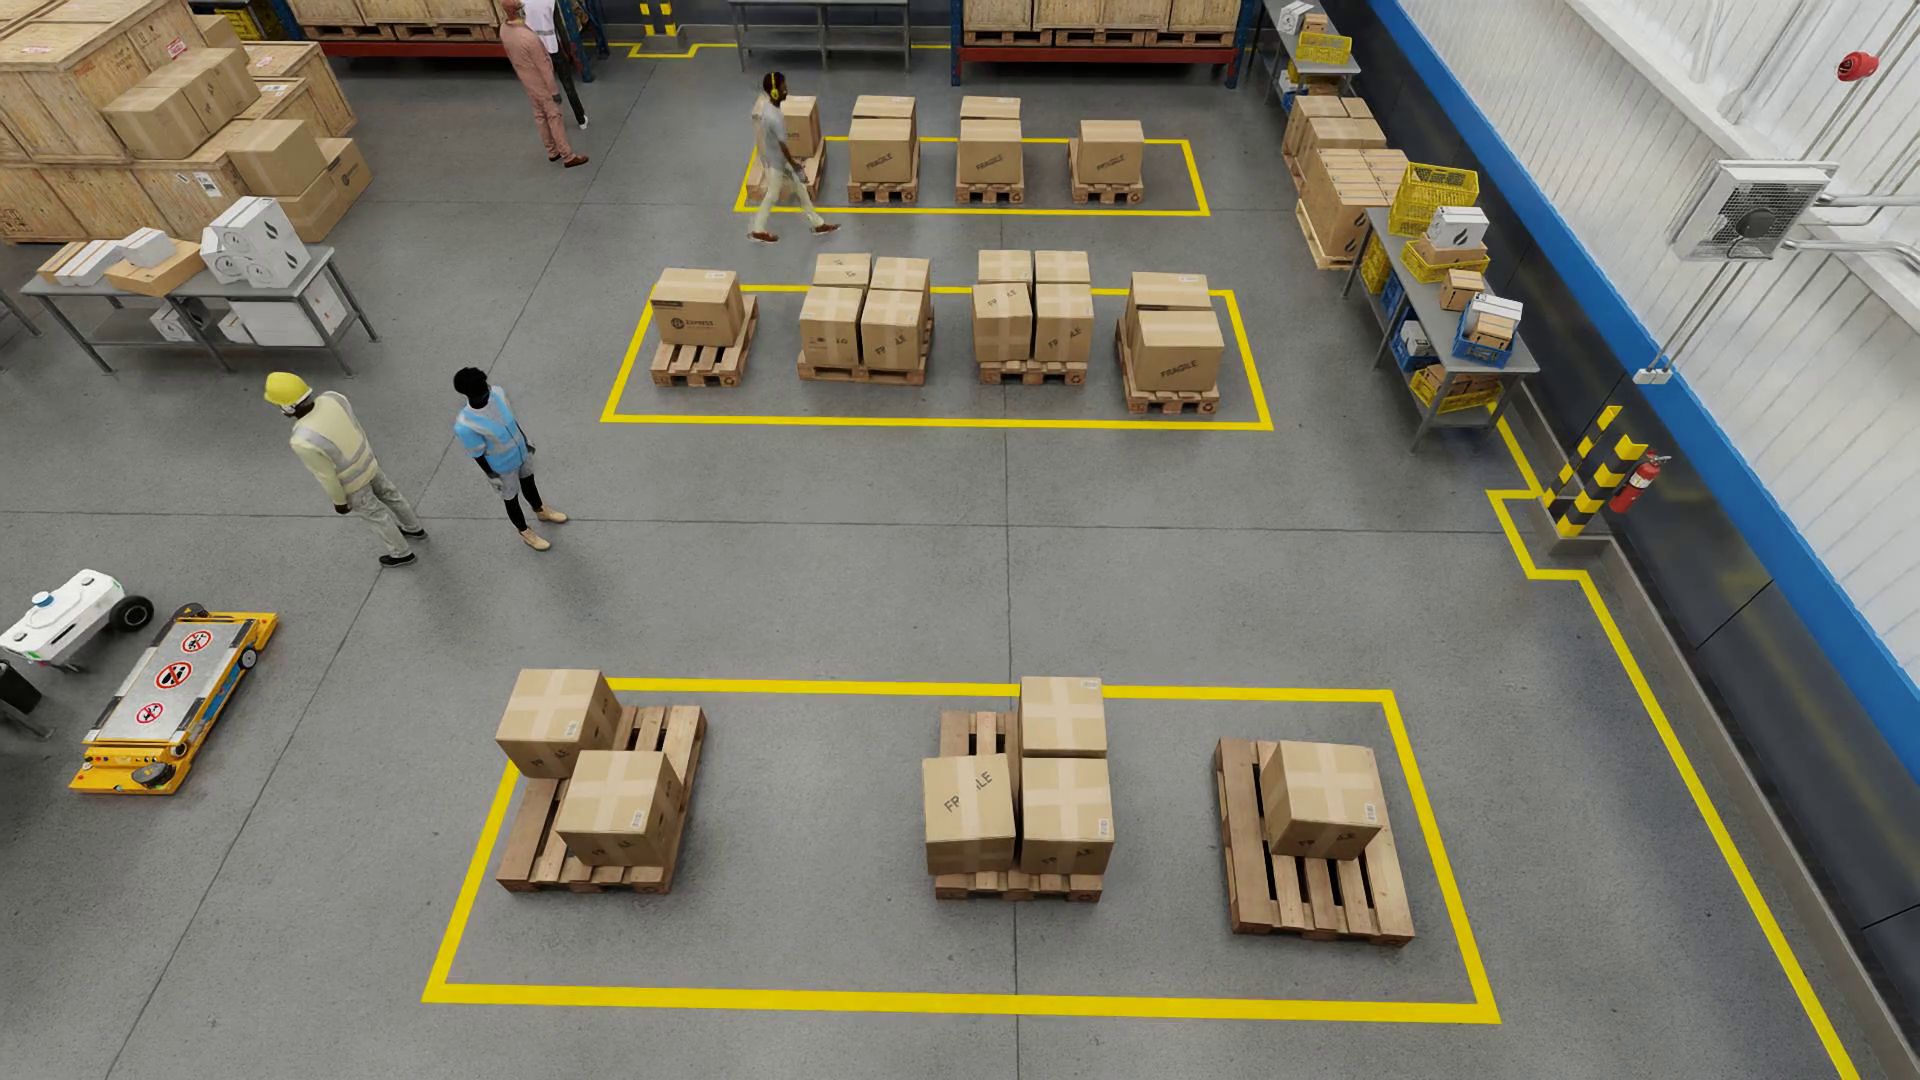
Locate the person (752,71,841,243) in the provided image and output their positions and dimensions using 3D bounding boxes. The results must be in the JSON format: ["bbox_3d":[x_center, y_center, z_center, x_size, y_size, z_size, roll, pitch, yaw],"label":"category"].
[{"bbox_3d":[-1.892,-4.024,9.753,1.010,1.817,0.518,-3,50,-3],"label":"person"}]

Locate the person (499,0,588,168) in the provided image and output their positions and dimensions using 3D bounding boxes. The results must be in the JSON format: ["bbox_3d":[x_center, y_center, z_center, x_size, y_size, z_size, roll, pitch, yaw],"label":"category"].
[{"bbox_3d":[-4.965,-5.415,10.864,0.651,1.911,0.409,30,56,23],"label":"person"}]

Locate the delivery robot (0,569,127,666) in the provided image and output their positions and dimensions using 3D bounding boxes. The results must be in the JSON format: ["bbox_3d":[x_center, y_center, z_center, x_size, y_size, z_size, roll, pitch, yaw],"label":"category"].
[{"bbox_3d":[-6.478,0.557,6.633,0.477,0.478,0.707,15,51,13],"label":"delivery robot"}]

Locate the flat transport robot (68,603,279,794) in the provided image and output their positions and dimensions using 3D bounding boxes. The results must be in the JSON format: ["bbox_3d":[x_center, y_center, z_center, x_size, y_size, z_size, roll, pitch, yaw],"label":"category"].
[{"bbox_3d":[-5.504,1.072,6.442,0.652,0.197,1.431,1,50,1],"label":"flat transport robot"}]

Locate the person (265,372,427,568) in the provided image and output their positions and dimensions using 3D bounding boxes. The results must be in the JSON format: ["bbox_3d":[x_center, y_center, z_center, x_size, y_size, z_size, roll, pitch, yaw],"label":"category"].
[{"bbox_3d":[-4.508,-0.501,6.756,0.404,1.835,0.587,1,50,0],"label":"person"}]

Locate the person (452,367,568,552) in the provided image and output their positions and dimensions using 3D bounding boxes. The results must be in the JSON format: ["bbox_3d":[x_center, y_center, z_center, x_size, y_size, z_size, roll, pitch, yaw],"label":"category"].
[{"bbox_3d":[-3.432,-0.620,6.947,0.319,1.693,0.532,9,50,8],"label":"person"}]

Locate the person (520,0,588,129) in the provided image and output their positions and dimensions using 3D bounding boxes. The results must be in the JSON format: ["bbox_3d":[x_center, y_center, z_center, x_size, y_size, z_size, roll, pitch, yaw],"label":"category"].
[{"bbox_3d":[-5.169,-6.119,11.465,0.584,1.910,0.385,-11,51,-9],"label":"person"}]
